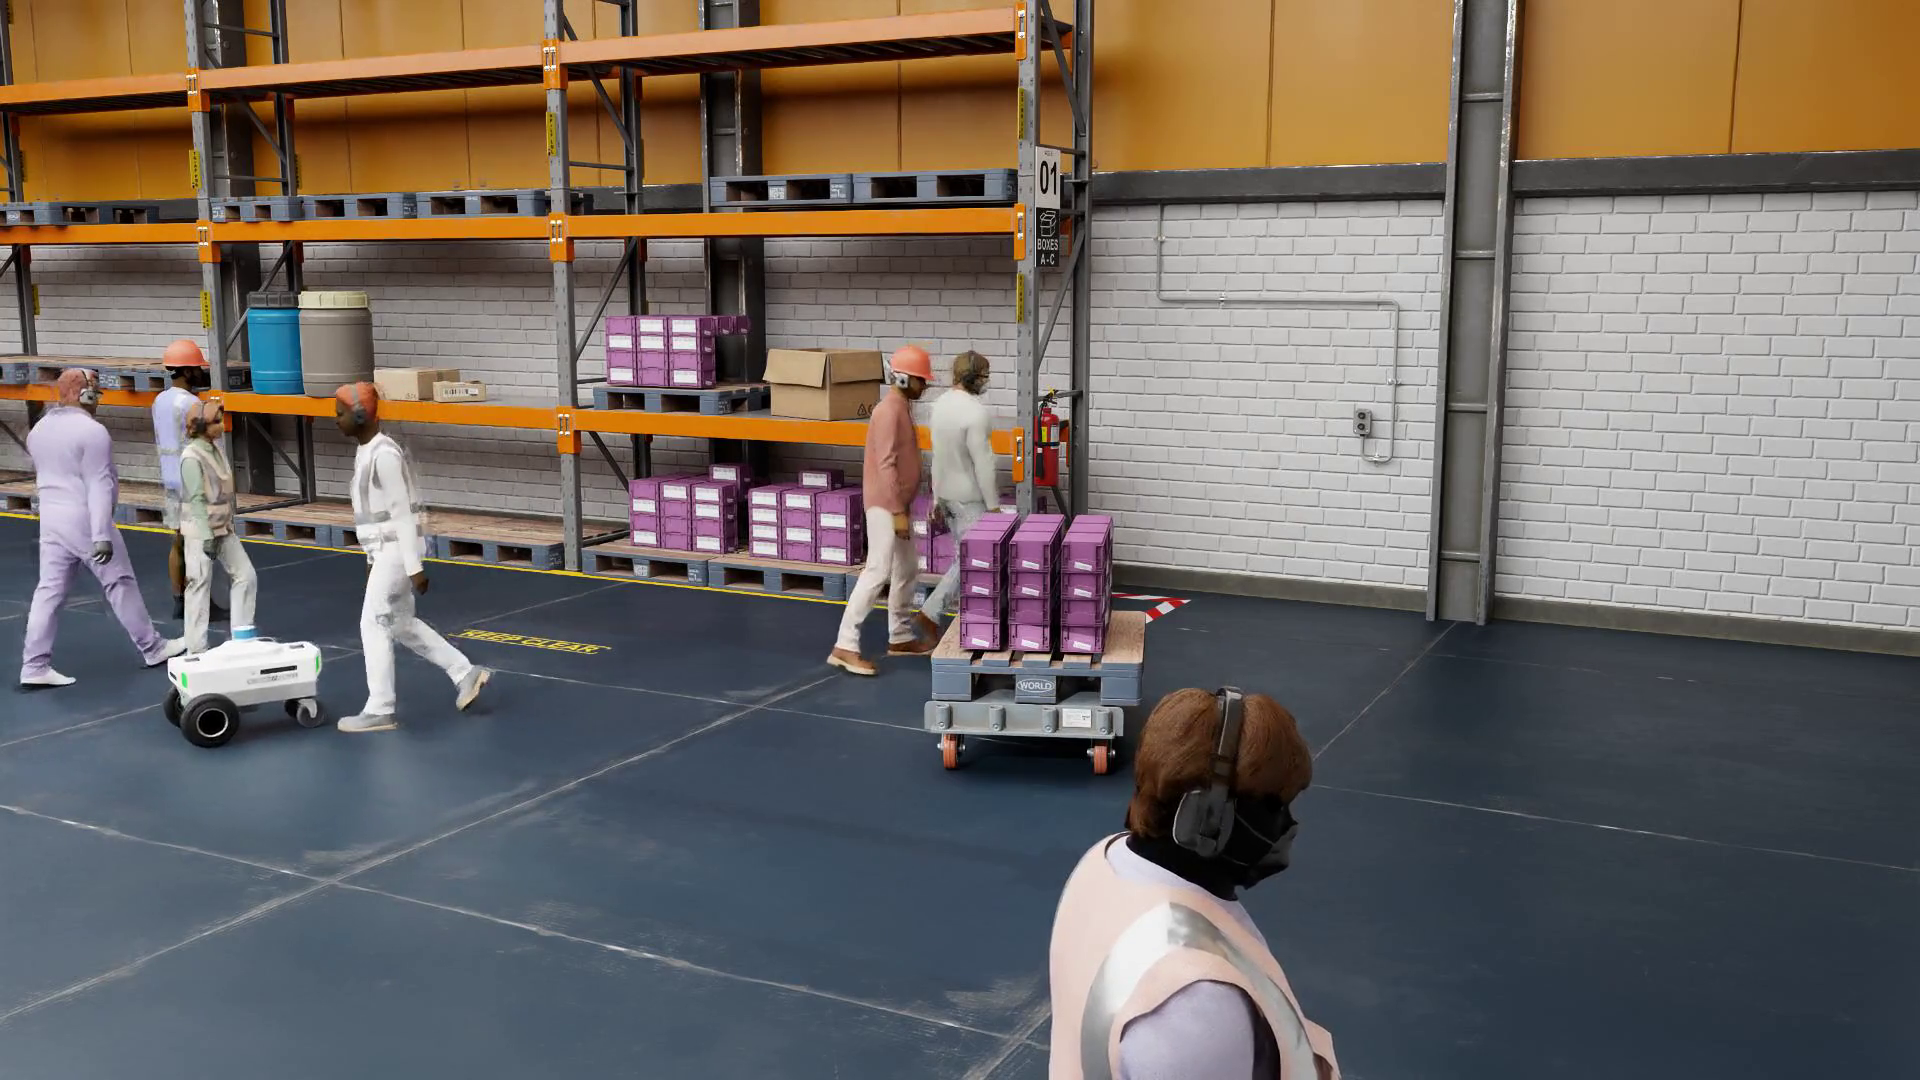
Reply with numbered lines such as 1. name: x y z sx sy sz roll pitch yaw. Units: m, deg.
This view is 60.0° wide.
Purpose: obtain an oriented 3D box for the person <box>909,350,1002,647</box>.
1. person: -0.011 -0.257 10.632 0.711 1.918 0.643 -4 10 -25

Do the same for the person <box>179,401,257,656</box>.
1. person: -4.487 -0.035 10.133 0.605 1.615 0.549 -1 9 -4

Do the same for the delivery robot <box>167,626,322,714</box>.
1. delivery robot: -3.719 0.690 8.672 0.707 0.478 0.477 -7 11 -35

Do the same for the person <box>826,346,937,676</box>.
1. person: -0.445 -0.184 10.073 0.591 1.956 0.842 1 9 9

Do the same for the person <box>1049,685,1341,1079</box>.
1. person: 0.339 1.111 2.429 0.429 1.838 0.621 -1 9 -6

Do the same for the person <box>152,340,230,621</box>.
1. person: -5.277 -0.398 11.422 0.542 1.938 0.358 7 11 36

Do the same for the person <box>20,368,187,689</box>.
1. person: -5.123 -0.082 9.767 0.652 1.842 1.038 4 10 25

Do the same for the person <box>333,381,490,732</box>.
1. person: -2.903 0.076 8.786 0.757 1.851 0.581 -4 10 -21
